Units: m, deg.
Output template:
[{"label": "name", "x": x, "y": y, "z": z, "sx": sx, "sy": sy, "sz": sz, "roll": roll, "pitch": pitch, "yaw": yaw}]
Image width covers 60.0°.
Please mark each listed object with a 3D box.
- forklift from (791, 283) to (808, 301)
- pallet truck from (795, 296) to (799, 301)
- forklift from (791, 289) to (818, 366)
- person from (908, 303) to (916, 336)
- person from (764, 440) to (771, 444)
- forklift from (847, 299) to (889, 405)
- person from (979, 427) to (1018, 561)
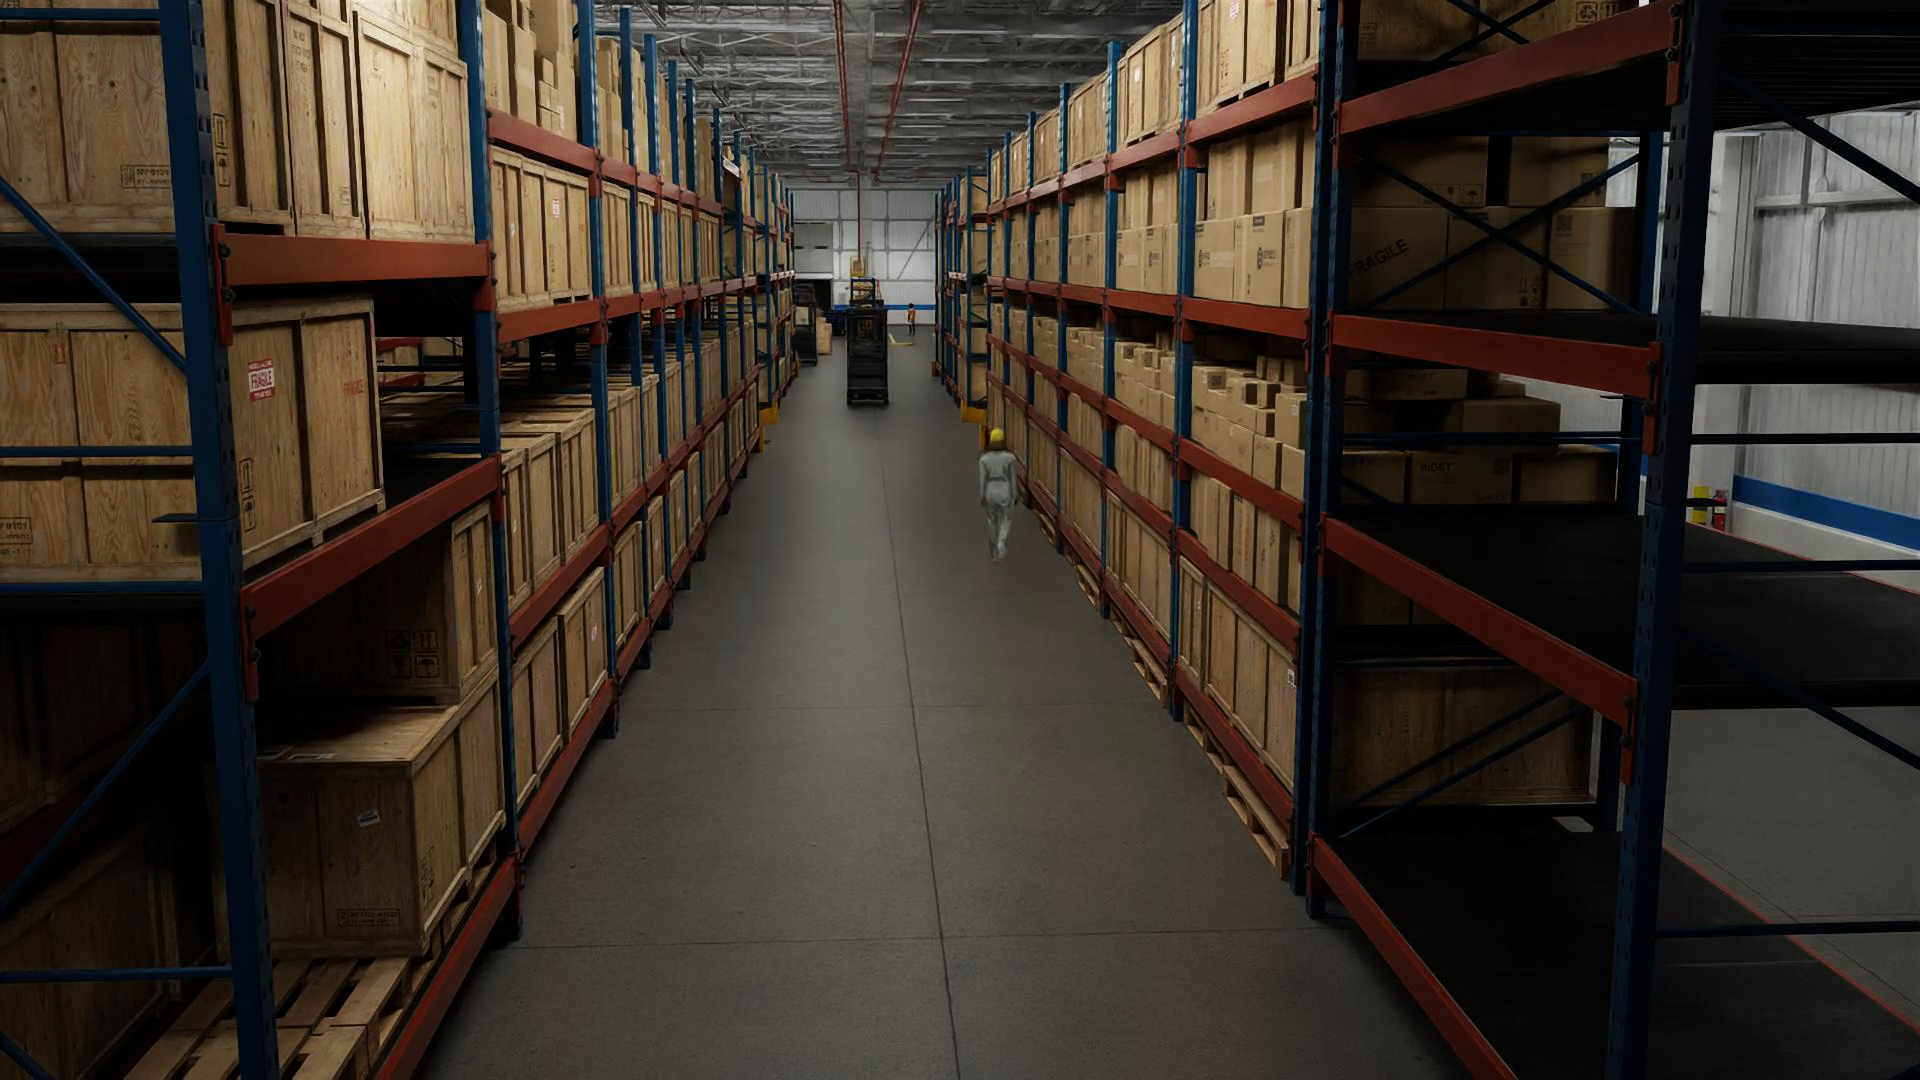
[{"label": "forklift", "x": -7.724, "y": -10.941, "z": 79.820, "sx": 1.129, "sy": 2.768, "sz": 1.873, "roll": -3, "pitch": 10, "yaw": -20}, {"label": "pallet truck", "x": -8.622, "y": -12.439, "z": 91.403, "sx": 1.885, "sy": 1.965, "sz": 0.823, "roll": 2, "pitch": 10, "yaw": 13}, {"label": "forklift", "x": -5.854, "y": -7.856, "z": 61.396, "sx": 1.129, "sy": 2.768, "sz": 1.873, "roll": -1, "pitch": 10, "yaw": -3}, {"label": "person", "x": -2.525, "y": -11.499, "z": 86.714, "sx": 0.320, "sy": 1.688, "sz": 0.535, "roll": 8, "pitch": 12, "yaw": 39}, {"label": "person", "x": -4.388, "y": -2.836, "z": 34.418, "sx": 0.943, "sy": 1.862, "sz": 0.670, "roll": 0, "pitch": 10, "yaw": 1}, {"label": "forklift", "x": -2.519, "y": -5.132, "z": 45.122, "sx": 1.129, "sy": 2.768, "sz": 1.873, "roll": -1, "pitch": 10, "yaw": -3}, {"label": "person", "x": 0.485, "y": -0.576, "z": 21.320, "sx": 0.508, "sy": 1.728, "sz": 0.431, "roll": 1, "pitch": 10, "yaw": 8}]
